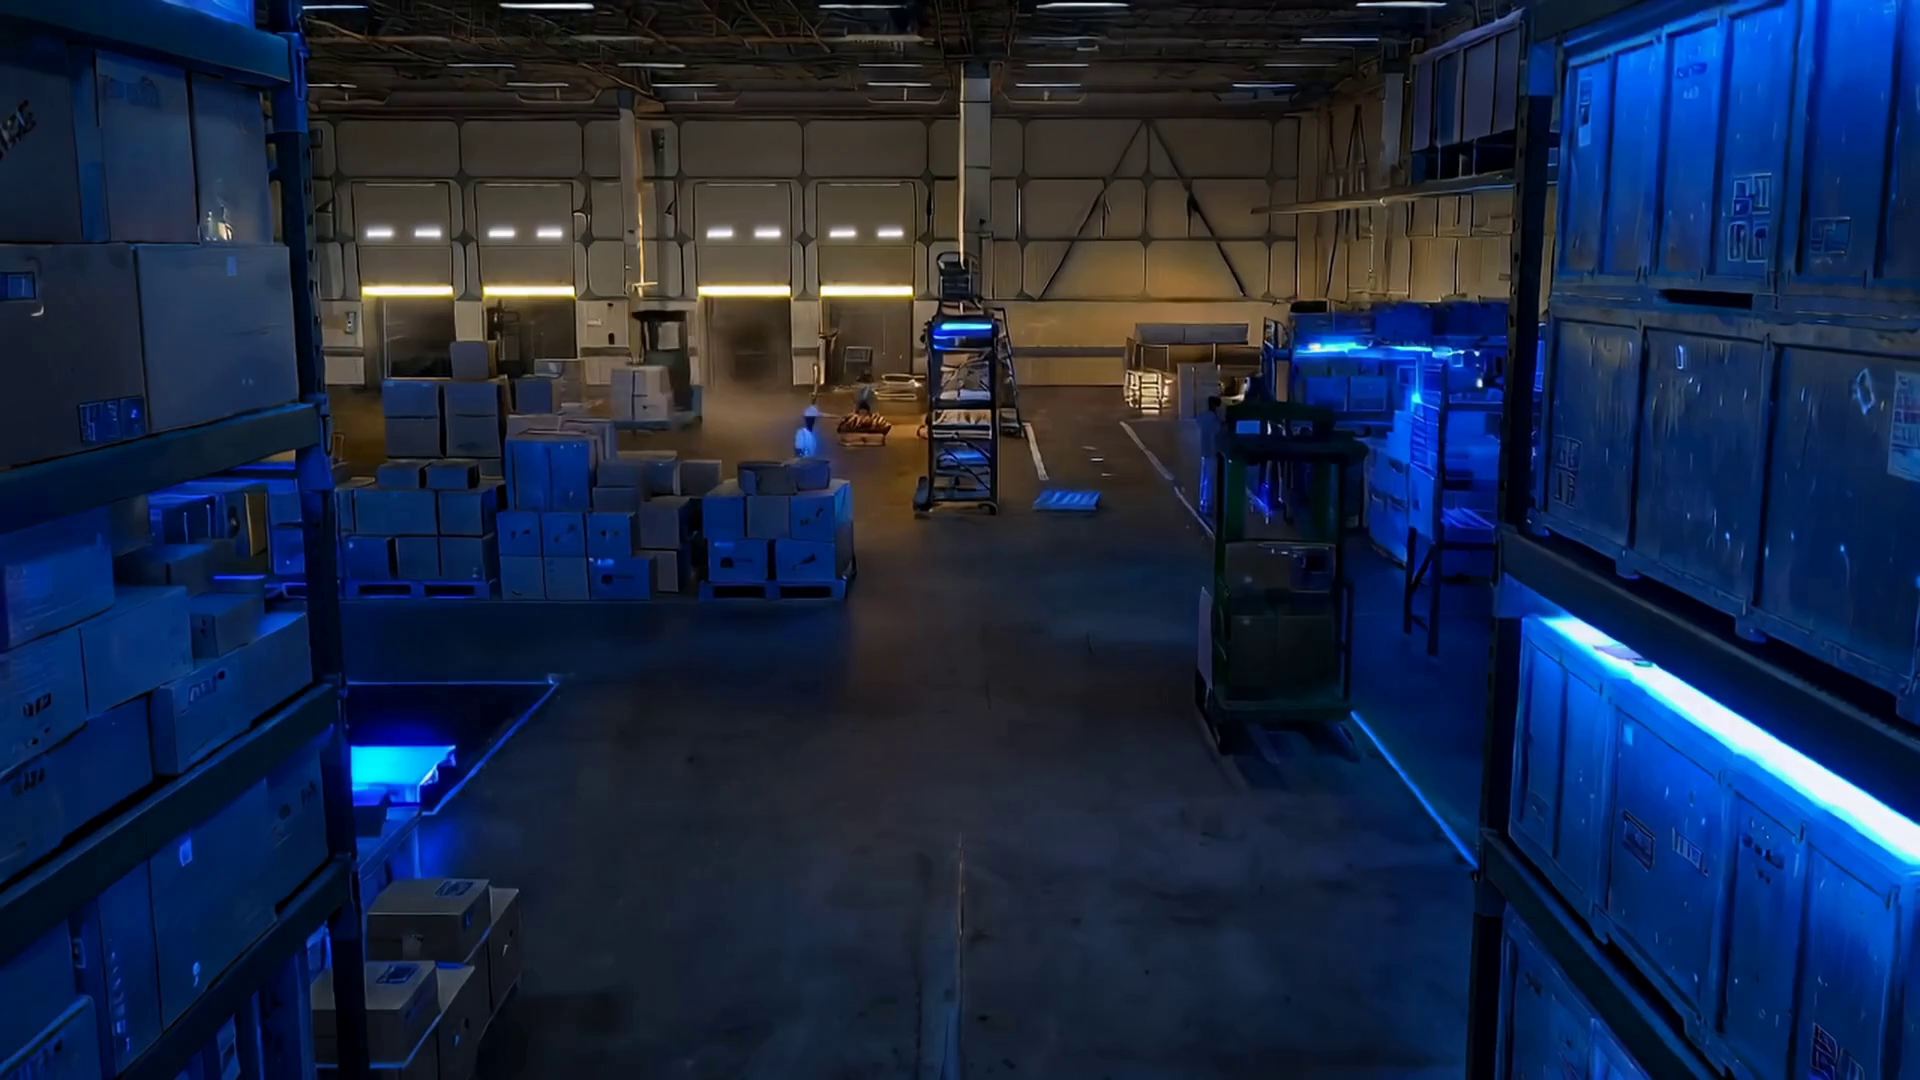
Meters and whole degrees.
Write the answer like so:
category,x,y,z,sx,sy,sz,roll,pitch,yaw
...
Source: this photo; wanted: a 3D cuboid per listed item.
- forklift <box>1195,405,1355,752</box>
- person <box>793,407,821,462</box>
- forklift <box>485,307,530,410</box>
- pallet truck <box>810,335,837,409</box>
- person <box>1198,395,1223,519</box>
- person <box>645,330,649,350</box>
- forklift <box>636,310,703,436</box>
category,x,y,z,sx,sy,sz,roll,pitch,yaw
forklift,2.694,0.232,14.361,1.129,2.768,1.873,0,10,1
person,-2.257,-0.998,24.340,0.427,1.884,0.587,2,10,14
forklift,-10.754,-4.150,39.646,1.129,2.768,1.873,0,10,1
pallet truck,-3.021,-4.312,43.126,1.885,1.965,0.823,3,10,17
person,3.913,-1.289,25.855,0.367,1.939,0.634,-3,10,-19
person,-8.828,-4.967,47.108,0.389,1.930,0.544,-7,12,-36
forklift,-6.631,-3.862,37.981,1.129,2.768,1.873,1,10,5
